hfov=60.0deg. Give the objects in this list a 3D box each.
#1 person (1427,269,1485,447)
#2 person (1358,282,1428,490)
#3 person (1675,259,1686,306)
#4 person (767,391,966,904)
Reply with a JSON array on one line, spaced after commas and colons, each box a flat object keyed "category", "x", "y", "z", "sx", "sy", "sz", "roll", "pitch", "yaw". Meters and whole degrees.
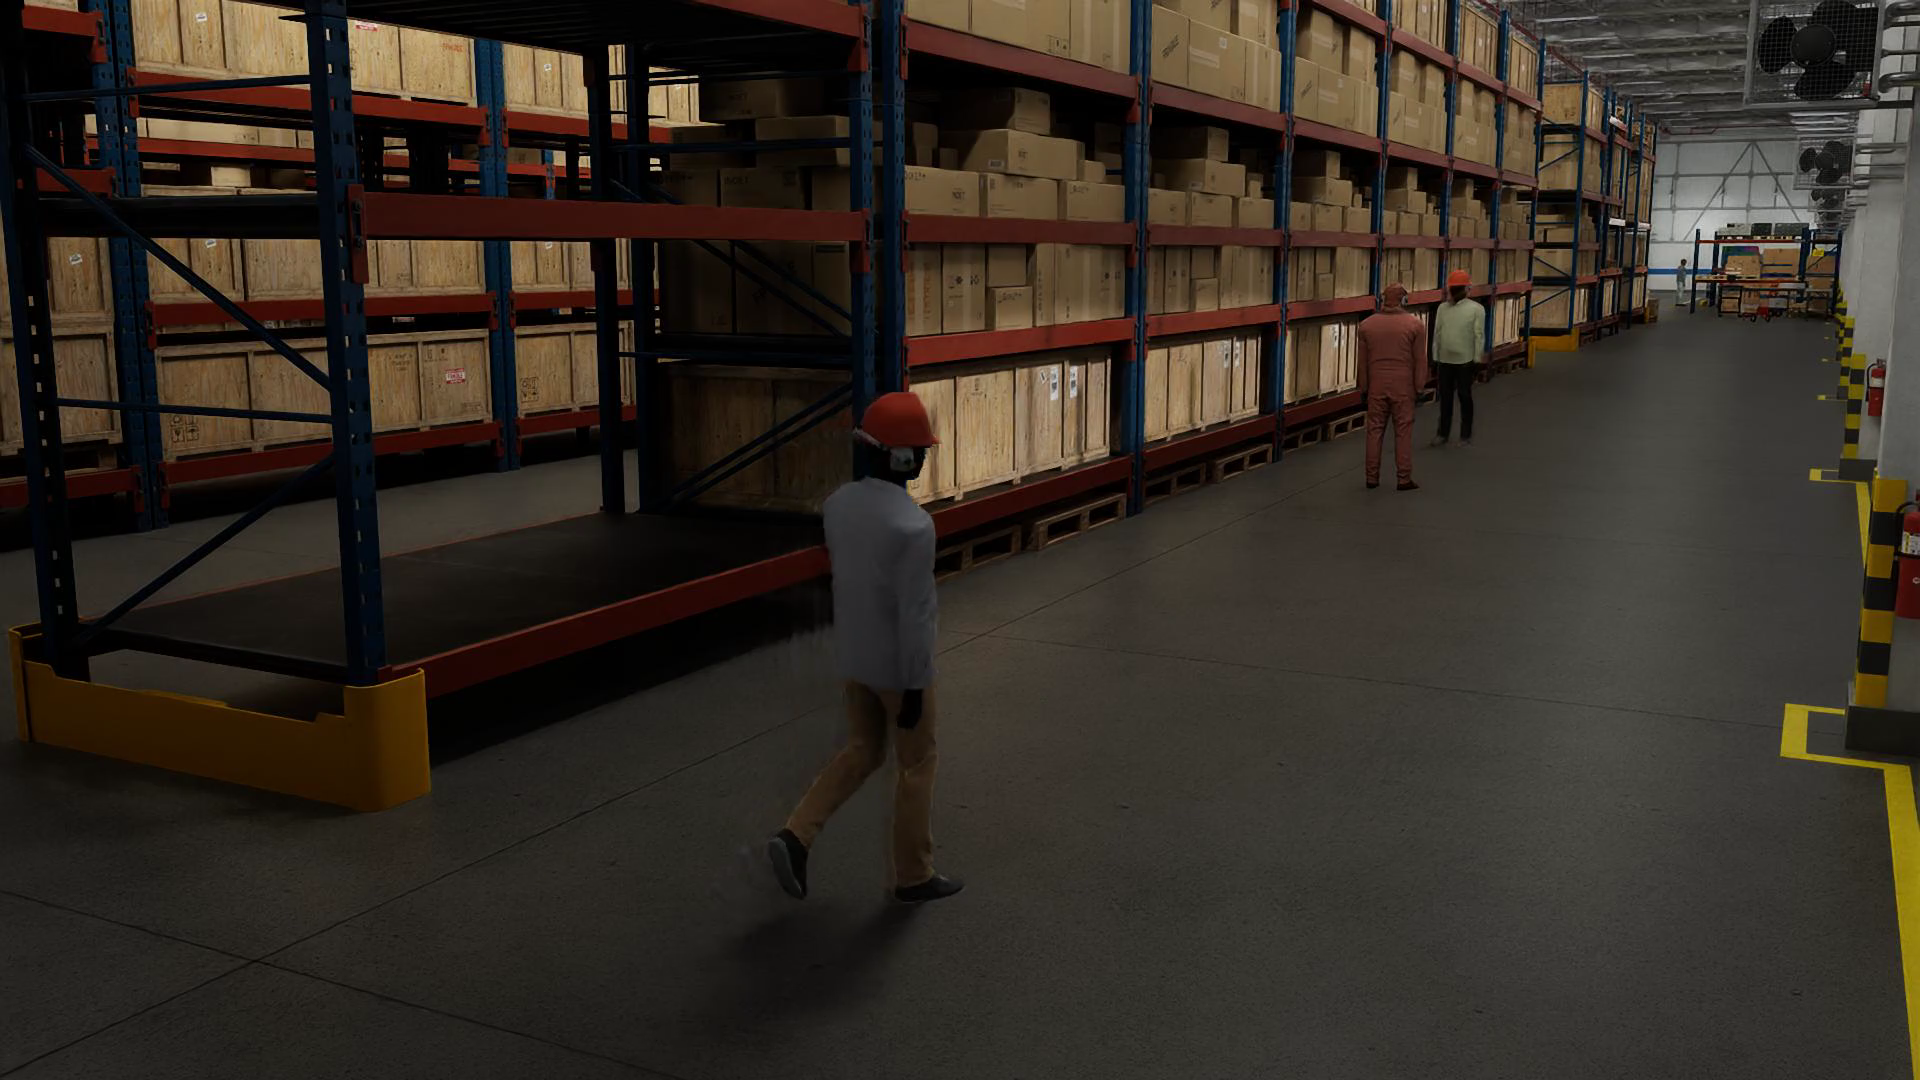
[{"category": "person", "x": 5.573, "y": -2.037, "z": 18.708, "sx": 0.402, "sy": 1.990, "sz": 0.622, "roll": -9, "pitch": 13, "yaw": -42}, {"category": "person", "x": 3.988, "y": -1.410, "z": 15.326, "sx": 0.643, "sy": 1.908, "sz": 0.411, "roll": 6, "pitch": 11, "yaw": 31}, {"category": "person", "x": 29.398, "y": -10.484, "z": 67.771, "sx": 0.372, "sy": 1.939, "sz": 0.631, "roll": 0, "pitch": 10, "yaw": 0}, {"category": "person", "x": -0.298, "y": 0.382, "z": 5.431, "sx": 0.624, "sy": 1.738, "sz": 0.563, "roll": -8, "pitch": 13, "yaw": -39}]
